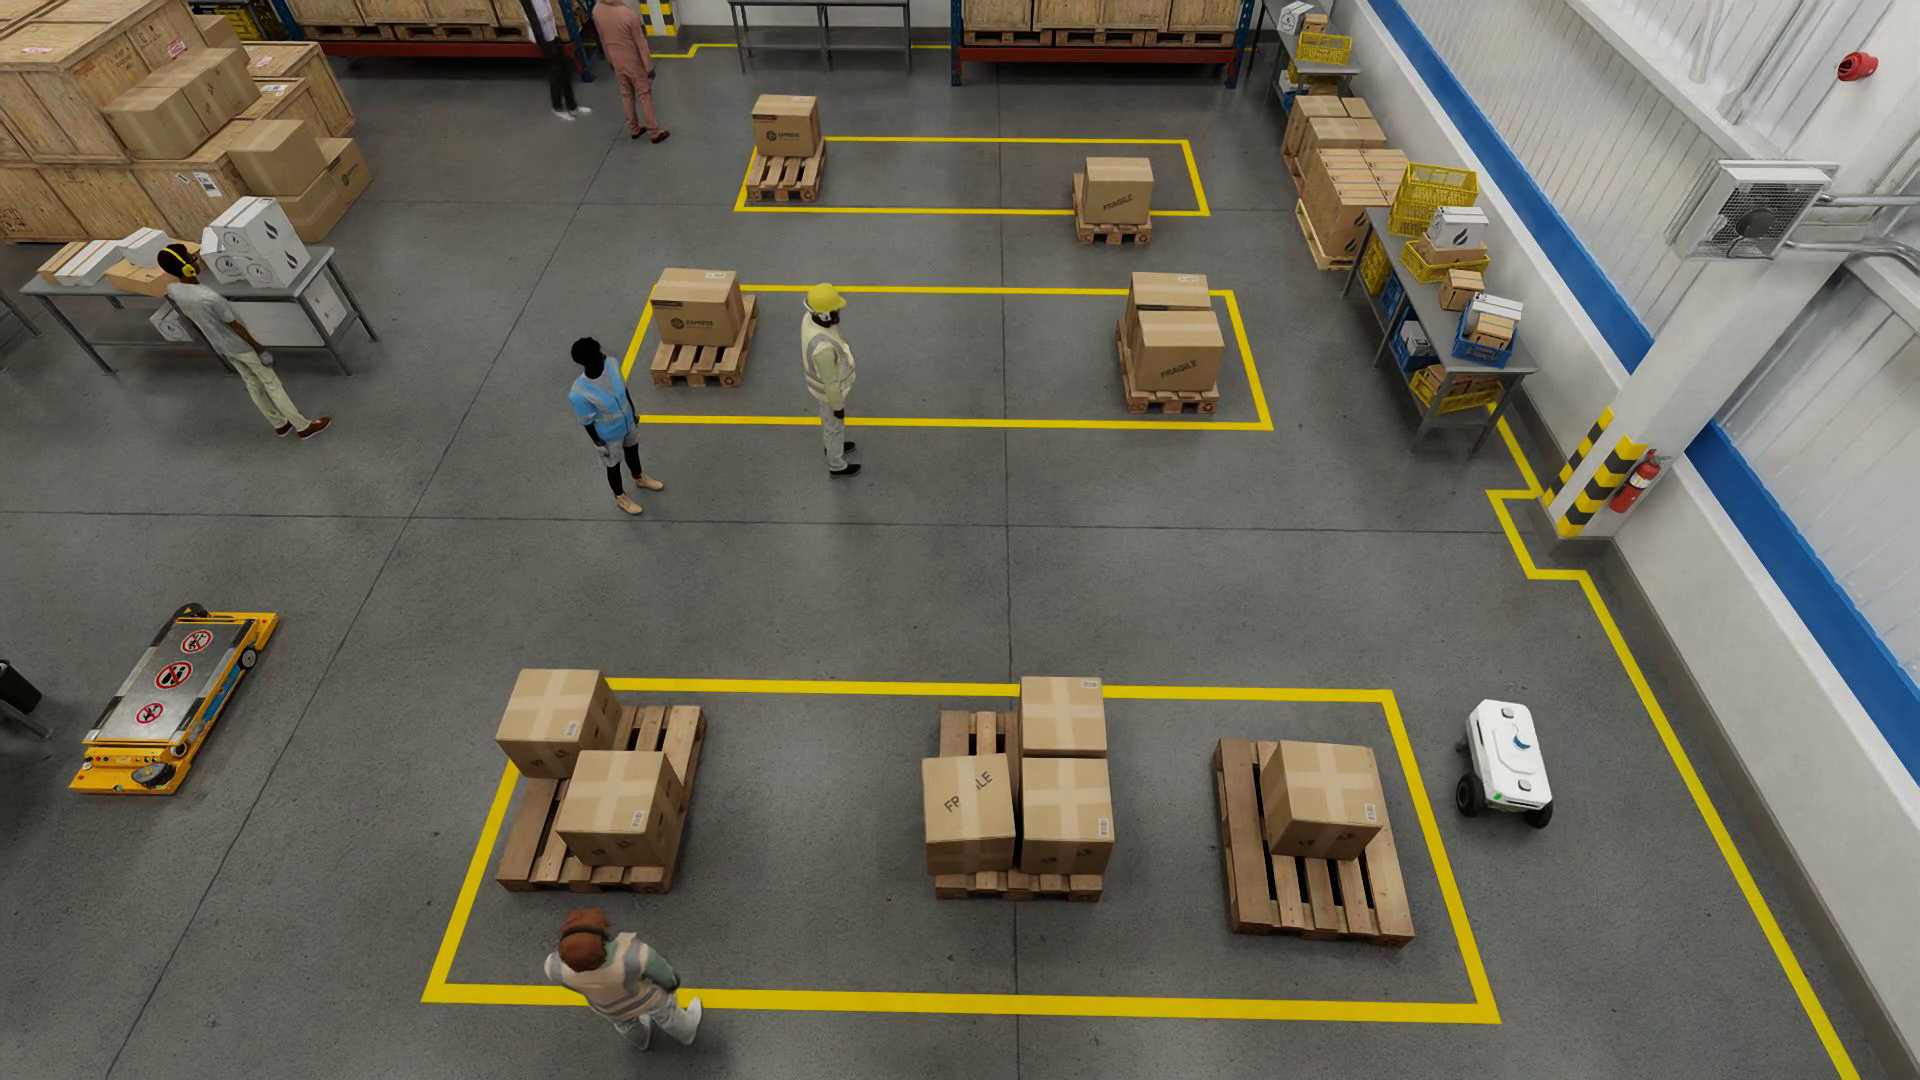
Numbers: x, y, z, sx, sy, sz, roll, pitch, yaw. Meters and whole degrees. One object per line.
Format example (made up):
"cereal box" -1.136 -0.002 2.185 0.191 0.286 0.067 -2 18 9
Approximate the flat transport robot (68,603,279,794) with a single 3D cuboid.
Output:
"flat transport robot" -5.504 1.072 6.442 0.652 0.197 1.431 1 50 1

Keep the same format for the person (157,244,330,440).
"person" -6.033 -1.623 7.682 0.511 1.872 0.329 11 51 9

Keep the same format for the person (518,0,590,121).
"person" -5.248 -6.373 11.677 0.403 1.925 0.602 1 50 1

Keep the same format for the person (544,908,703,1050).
"person" -1.660 2.237 4.572 0.515 1.632 0.313 -3 50 -3

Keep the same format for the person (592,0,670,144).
"person" -4.054 -5.891 11.278 0.652 1.900 0.399 18 52 15

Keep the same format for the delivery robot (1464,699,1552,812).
"delivery robot" 3.546 1.393 5.926 0.477 0.478 0.707 8 50 7

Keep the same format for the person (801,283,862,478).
"person" -1.037 -1.269 7.414 0.403 1.823 0.596 -11 51 -9

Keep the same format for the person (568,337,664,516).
"person" -2.711 -0.886 7.174 0.320 1.692 0.532 18 52 14
